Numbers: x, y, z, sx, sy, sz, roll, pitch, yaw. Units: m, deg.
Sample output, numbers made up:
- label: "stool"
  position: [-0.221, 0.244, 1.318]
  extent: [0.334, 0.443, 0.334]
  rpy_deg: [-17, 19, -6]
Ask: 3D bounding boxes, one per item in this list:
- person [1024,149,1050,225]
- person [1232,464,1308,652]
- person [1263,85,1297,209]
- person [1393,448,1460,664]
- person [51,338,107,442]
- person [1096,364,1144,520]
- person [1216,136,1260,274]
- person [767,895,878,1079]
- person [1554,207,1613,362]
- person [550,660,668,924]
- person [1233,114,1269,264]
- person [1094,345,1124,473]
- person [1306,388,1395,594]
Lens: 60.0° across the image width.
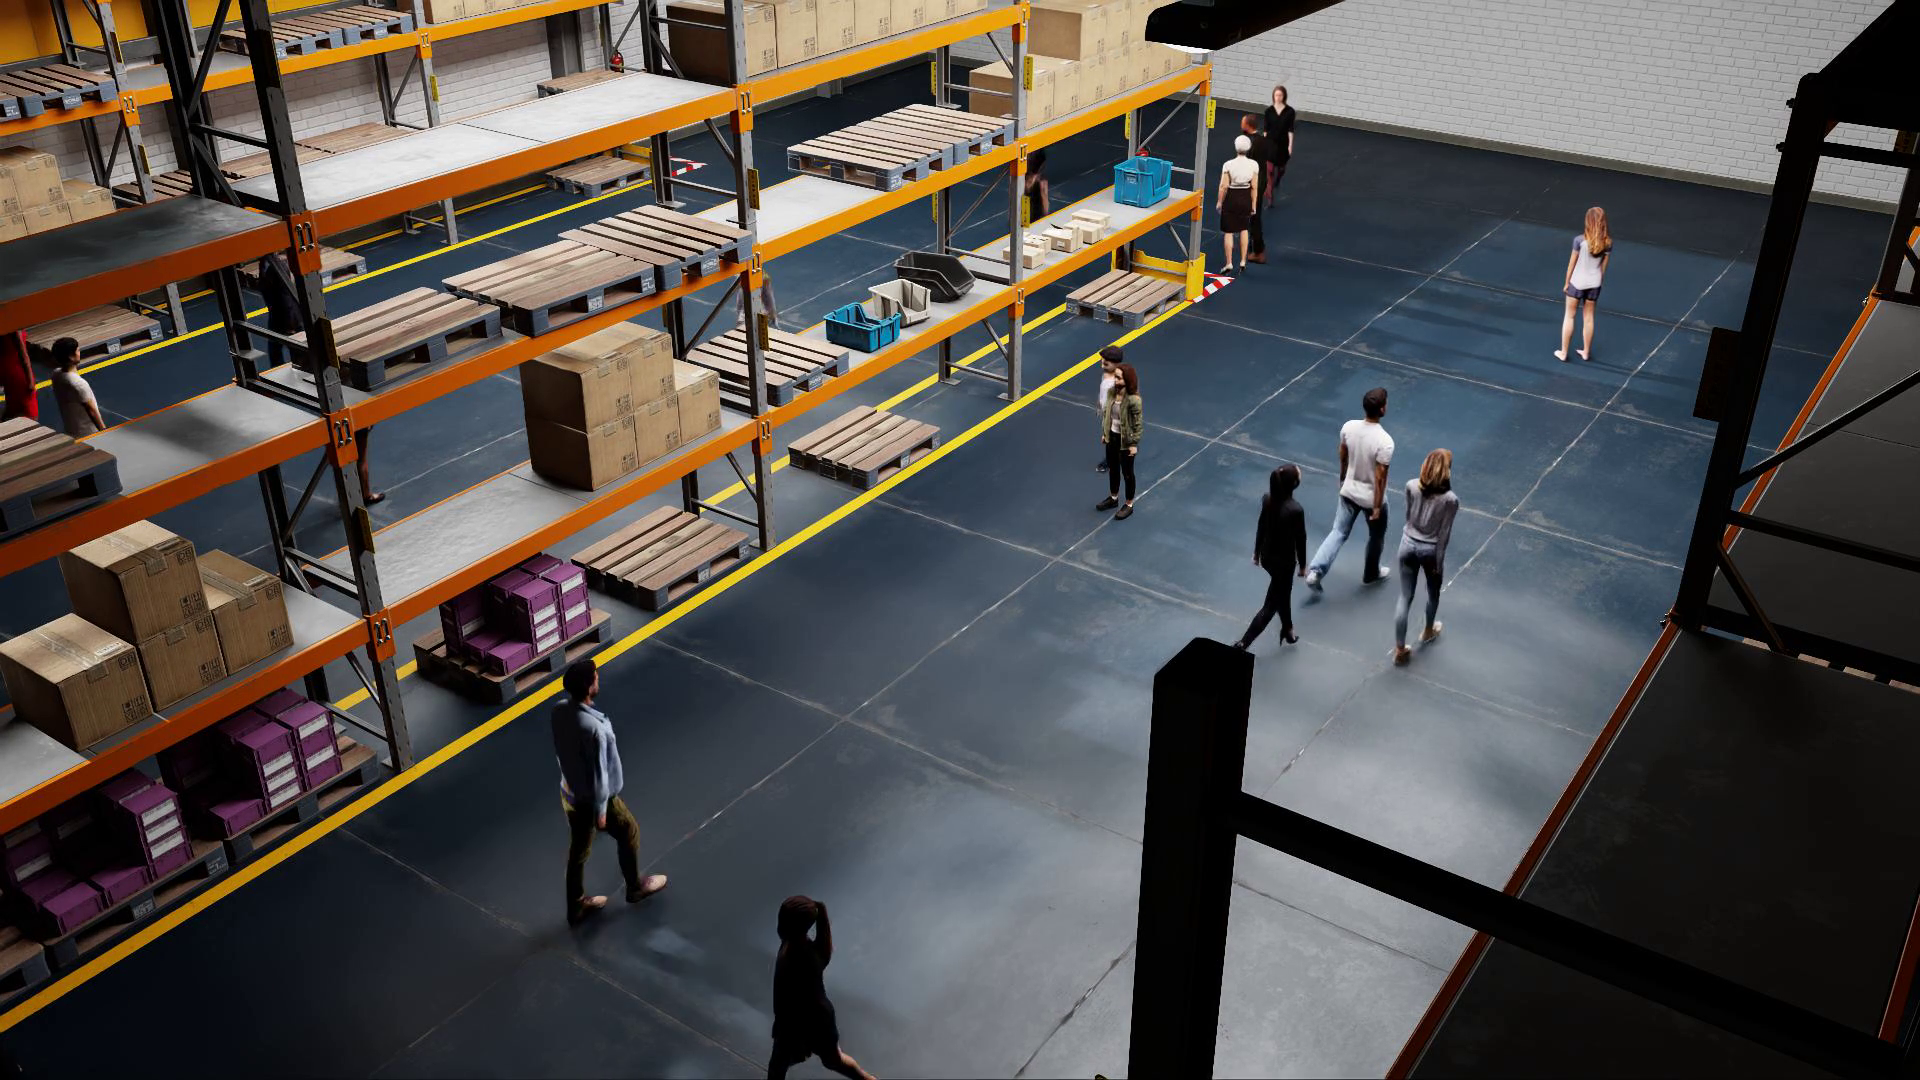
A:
- label: "person"
  position: [0.812, -3.924, 20.418]
  extent: [0.668, 1.693, 0.691]
  rpy_deg: [19, 34, 31]
- label: "person"
  position: [2.400, 0.232, 12.817]
  extent: [1.152, 1.676, 0.835]
  rpy_deg: [-18, 33, -30]
- label: "person"
  position: [4.465, -5.547, 23.399]
  extent: [0.781, 1.687, 0.951]
  rpy_deg: [7, 29, 12]
- label: "person"
  position: [3.522, 0.153, 12.871]
  extent: [0.624, 1.763, 0.919]
  rpy_deg: [21, 35, 33]
- label: "person"
  position: [-7.999, -0.991, 15.024]
  extent: [0.701, 1.709, 0.755]
  rpy_deg: [25, 37, 38]
- label: "person"
  position: [1.471, -0.914, 15.128]
  extent: [0.573, 1.475, 0.631]
  rpy_deg: [-22, 36, -35]
- label: "person"
  position: [3.468, -4.163, 20.796]
  extent: [0.749, 1.751, 0.787]
  rpy_deg: [-1, 29, -2]
- label: "person"
  position: [-0.740, 2.506, 8.806]
  extent: [1.116, 1.525, 0.805]
  rpy_deg: [-17, 33, -28]
- label: "person"
  position: [6.901, -2.818, 18.357]
  extent: [0.679, 1.726, 0.720]
  rpy_deg: [-1, 29, -3]
- label: "person"
  position: [-2.347, 1.599, 10.197]
  extent: [0.973, 1.786, 0.814]
  rpy_deg: [-25, 37, -37]
- label: "person"
  position: [3.819, -4.461, 21.206]
  extent: [0.814, 1.882, 0.764]
  rpy_deg: [12, 31, 21]
- label: "person"
  position: [1.530, -1.290, 16.059]
  extent: [0.691, 1.244, 0.626]
  rpy_deg: [-14, 32, -24]
- label: "person"
  position: [3.259, -0.358, 13.733]
  extent: [1.235, 1.835, 0.893]
  rpy_deg: [-22, 35, -34]
